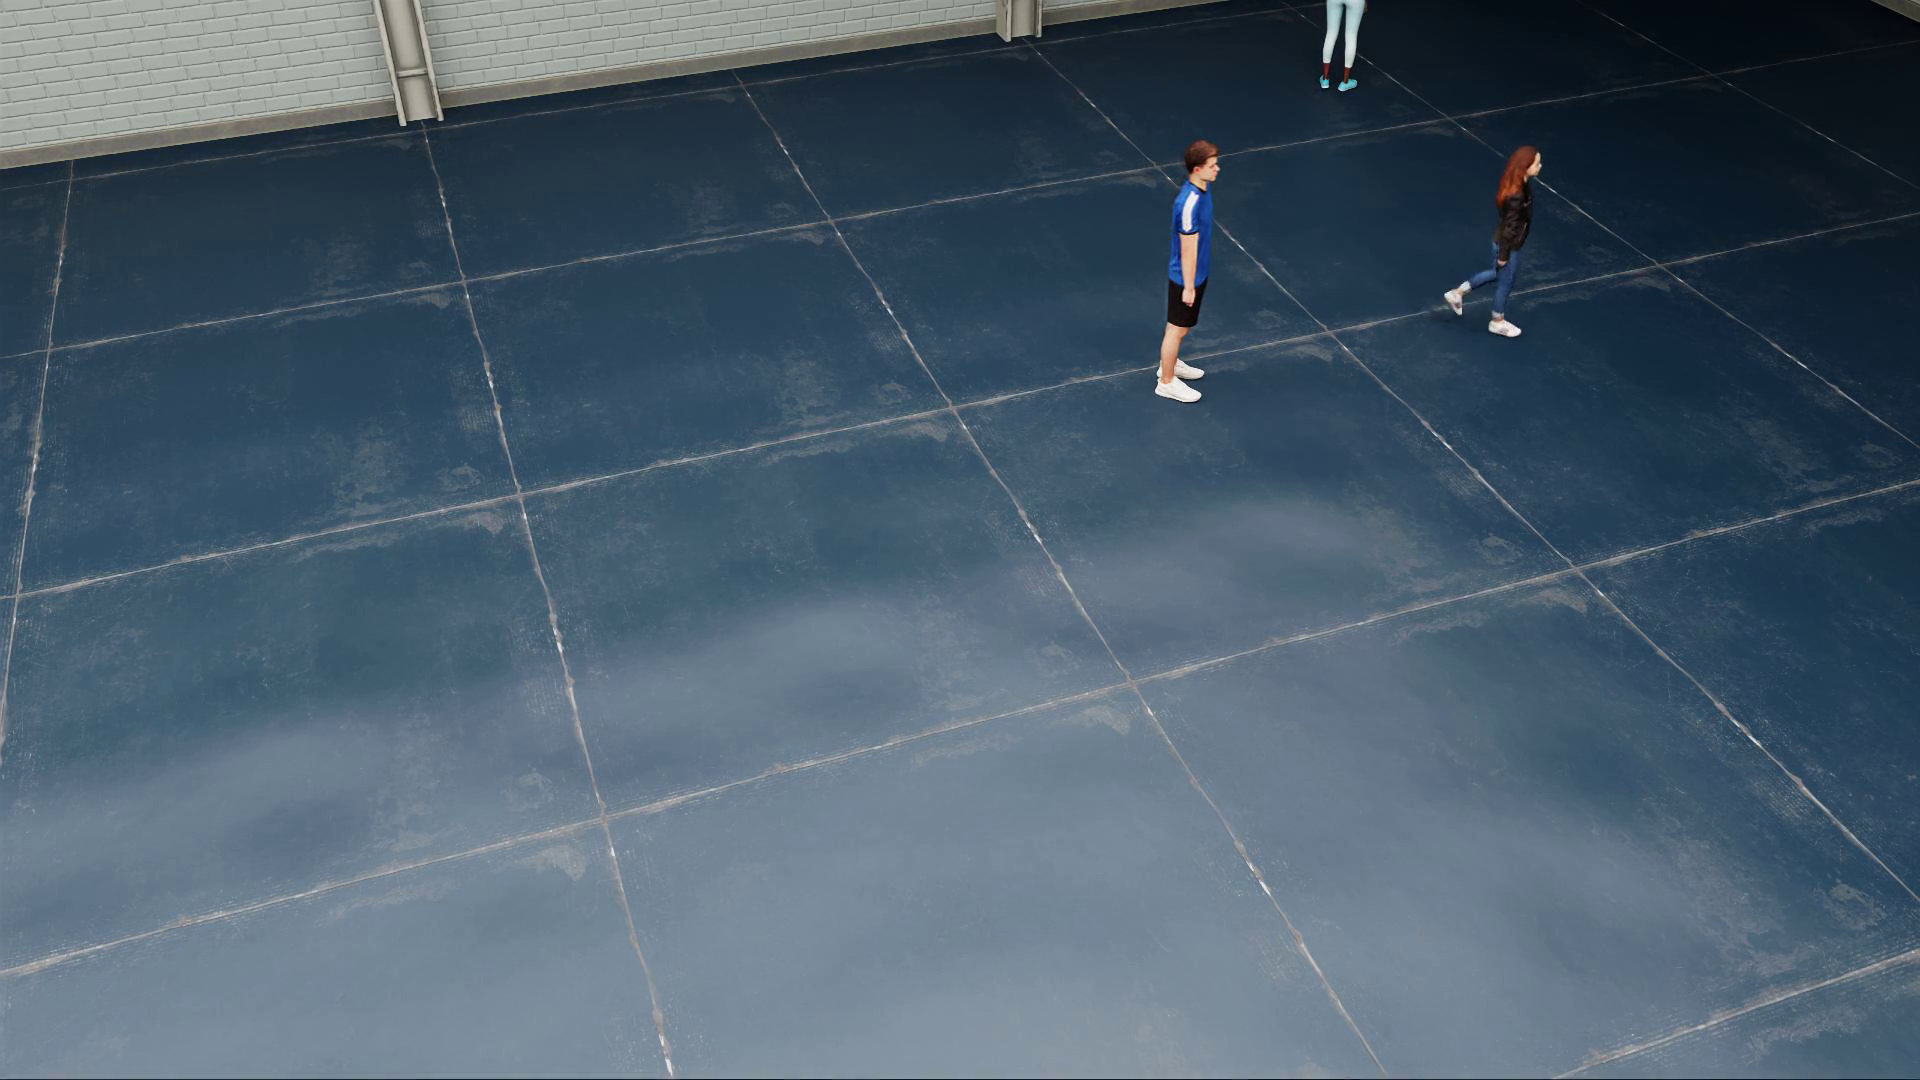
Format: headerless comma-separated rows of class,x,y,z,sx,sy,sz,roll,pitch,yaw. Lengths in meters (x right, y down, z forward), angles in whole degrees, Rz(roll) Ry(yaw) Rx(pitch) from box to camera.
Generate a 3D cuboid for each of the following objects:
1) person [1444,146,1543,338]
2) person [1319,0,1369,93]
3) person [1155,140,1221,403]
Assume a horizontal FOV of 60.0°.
person,3.896,-2.173,12.046,0.913,1.471,0.794,7,39,9
person,3.614,-5.074,15.548,0.649,1.724,0.712,16,41,19
person,1.551,-1.849,11.311,0.764,1.865,0.755,8,39,10
